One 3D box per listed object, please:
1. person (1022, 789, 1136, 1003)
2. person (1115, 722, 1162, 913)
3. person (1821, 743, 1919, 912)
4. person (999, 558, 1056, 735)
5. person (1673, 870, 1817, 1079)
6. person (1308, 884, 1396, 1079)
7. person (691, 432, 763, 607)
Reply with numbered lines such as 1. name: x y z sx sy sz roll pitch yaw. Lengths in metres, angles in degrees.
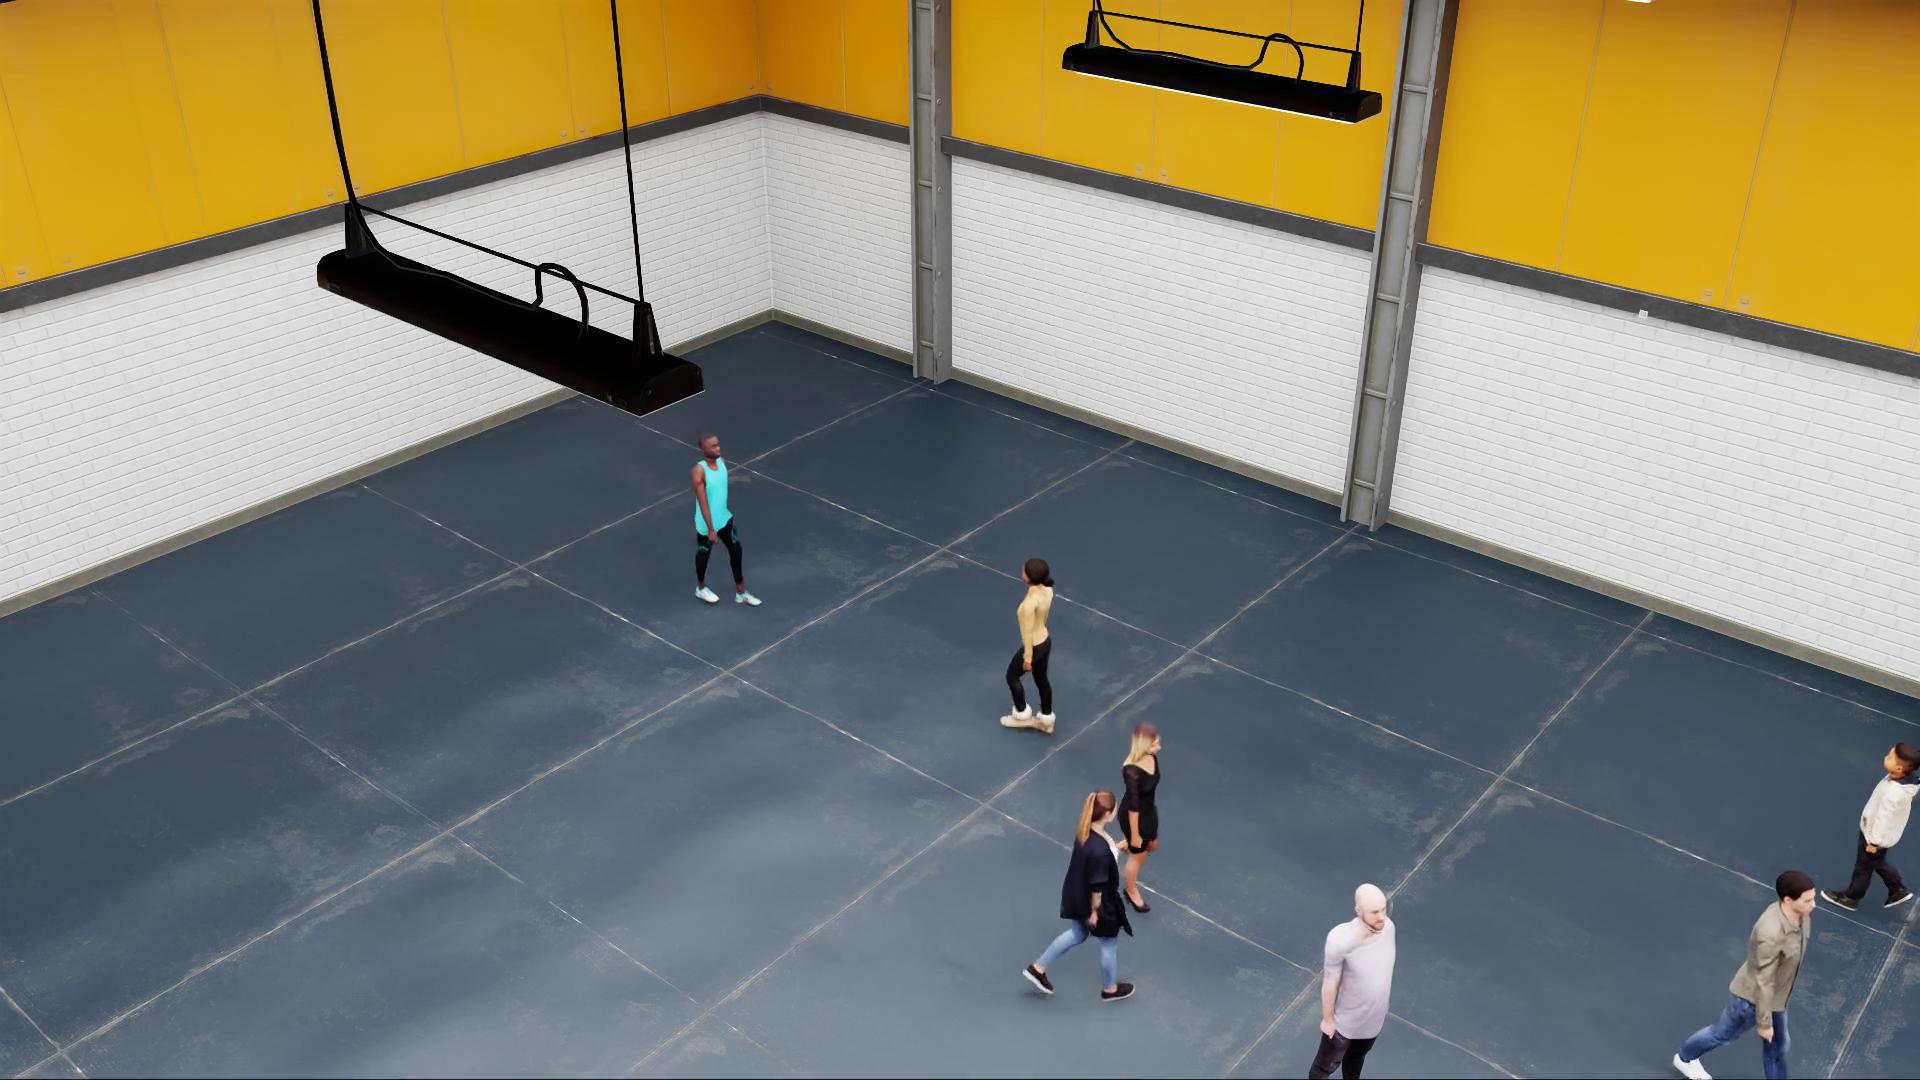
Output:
1. person: 0.788 2.373 11.049 1.003 1.672 1.012 -4 29 -8
2. person: 1.182 1.961 11.816 0.798 1.661 0.646 13 31 23
3. person: 6.621 2.075 11.829 0.771 1.448 0.597 20 35 33
4. person: 0.686 0.909 13.760 0.716 1.647 0.660 16 33 27
5. person: 4.823 2.748 10.213 0.834 1.815 1.203 -23 36 -35
6. person: 2.386 2.824 10.048 0.729 1.838 0.693 -17 33 -28
7. person: -2.401 -0.198 15.642 0.950 1.788 0.665 19 34 30
